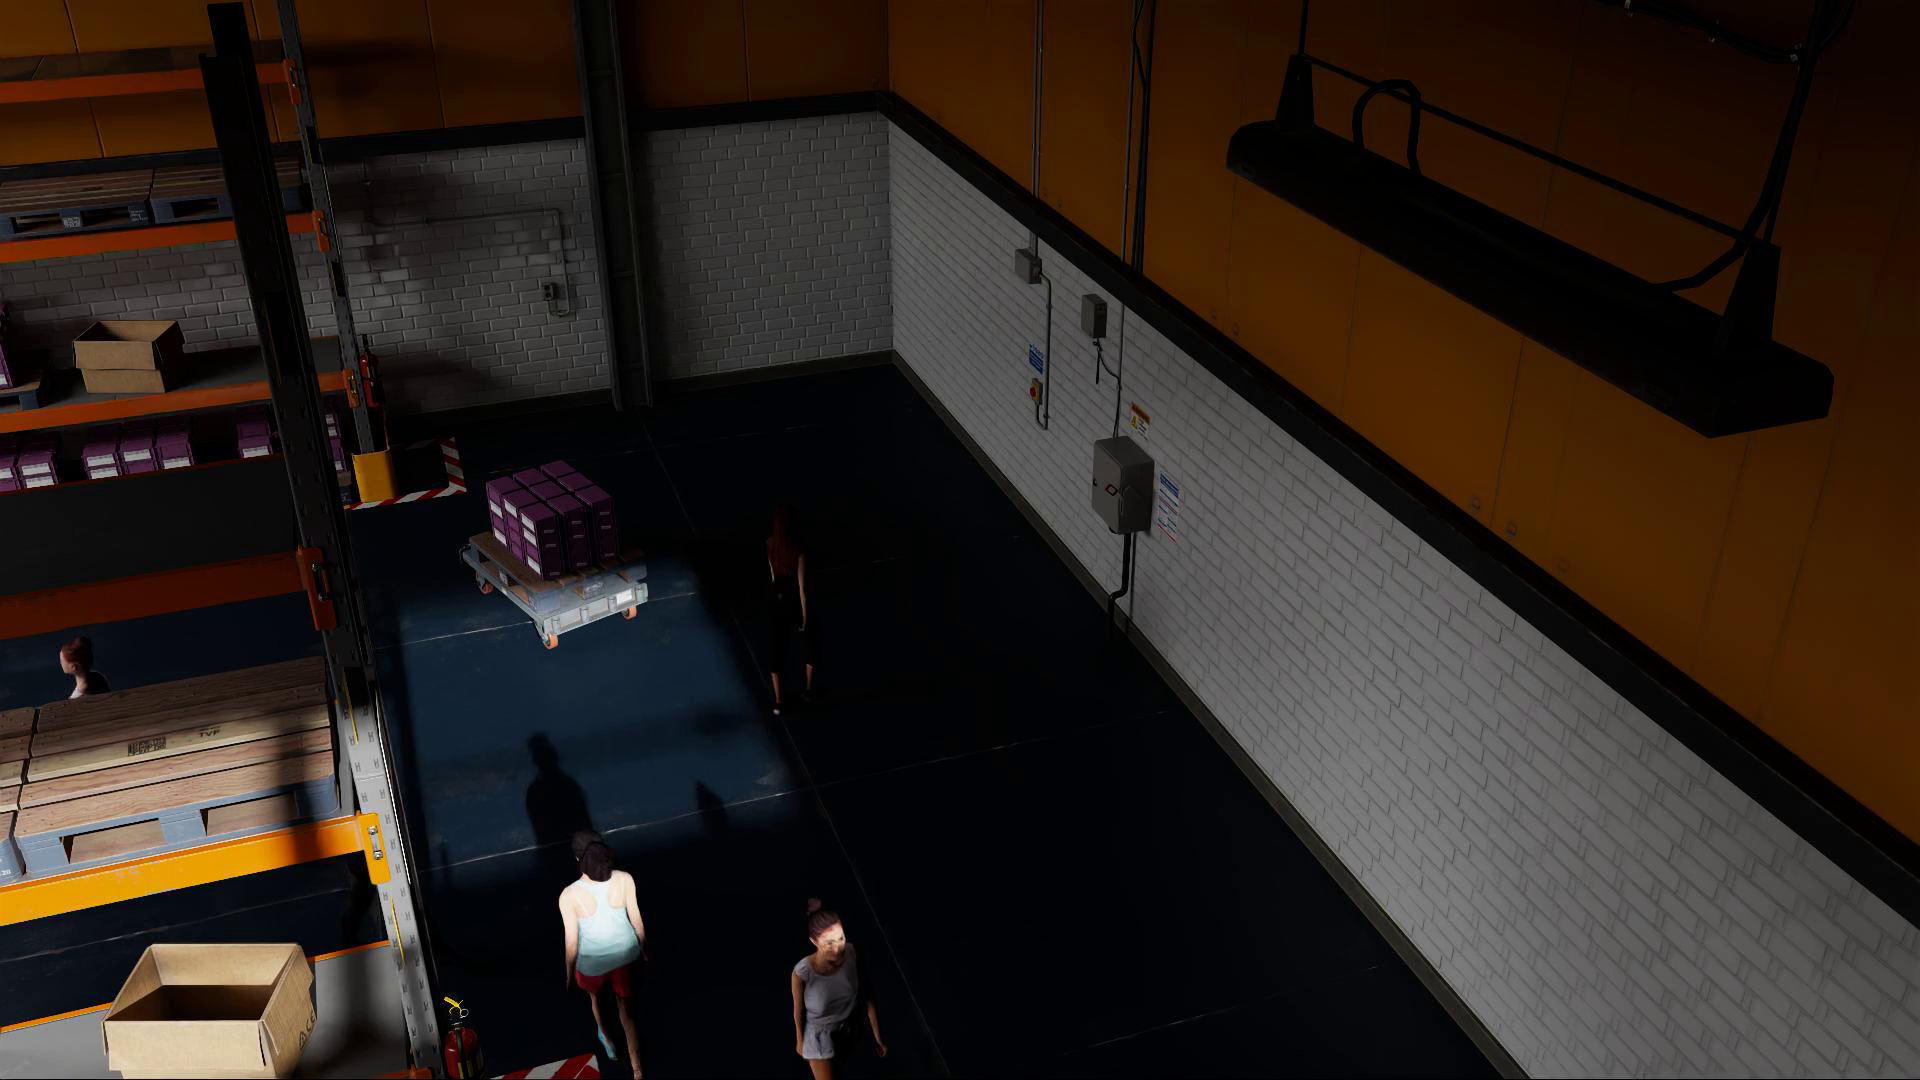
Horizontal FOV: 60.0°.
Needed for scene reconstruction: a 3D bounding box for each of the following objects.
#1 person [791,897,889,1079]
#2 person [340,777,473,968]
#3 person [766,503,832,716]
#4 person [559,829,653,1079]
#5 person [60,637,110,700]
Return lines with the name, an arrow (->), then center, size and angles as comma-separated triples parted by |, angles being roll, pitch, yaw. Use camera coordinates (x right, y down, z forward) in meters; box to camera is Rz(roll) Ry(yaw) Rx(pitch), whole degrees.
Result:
person -> -0.717, 2.544, 8.820 | 0.914, 1.581, 0.789 | -19, 34, -31
person -> -3.561, 1.944, 9.907 | 1.136, 1.594, 0.996 | 9, 30, 16
person -> -1.325, 0.547, 12.343 | 0.759, 1.712, 0.825 | 15, 32, 25
person -> -1.877, 2.354, 9.004 | 1.073, 1.738, 0.714 | -12, 31, -21
person -> -5.400, 1.414, 10.700 | 1.124, 1.764, 0.743 | -3, 29, -6
